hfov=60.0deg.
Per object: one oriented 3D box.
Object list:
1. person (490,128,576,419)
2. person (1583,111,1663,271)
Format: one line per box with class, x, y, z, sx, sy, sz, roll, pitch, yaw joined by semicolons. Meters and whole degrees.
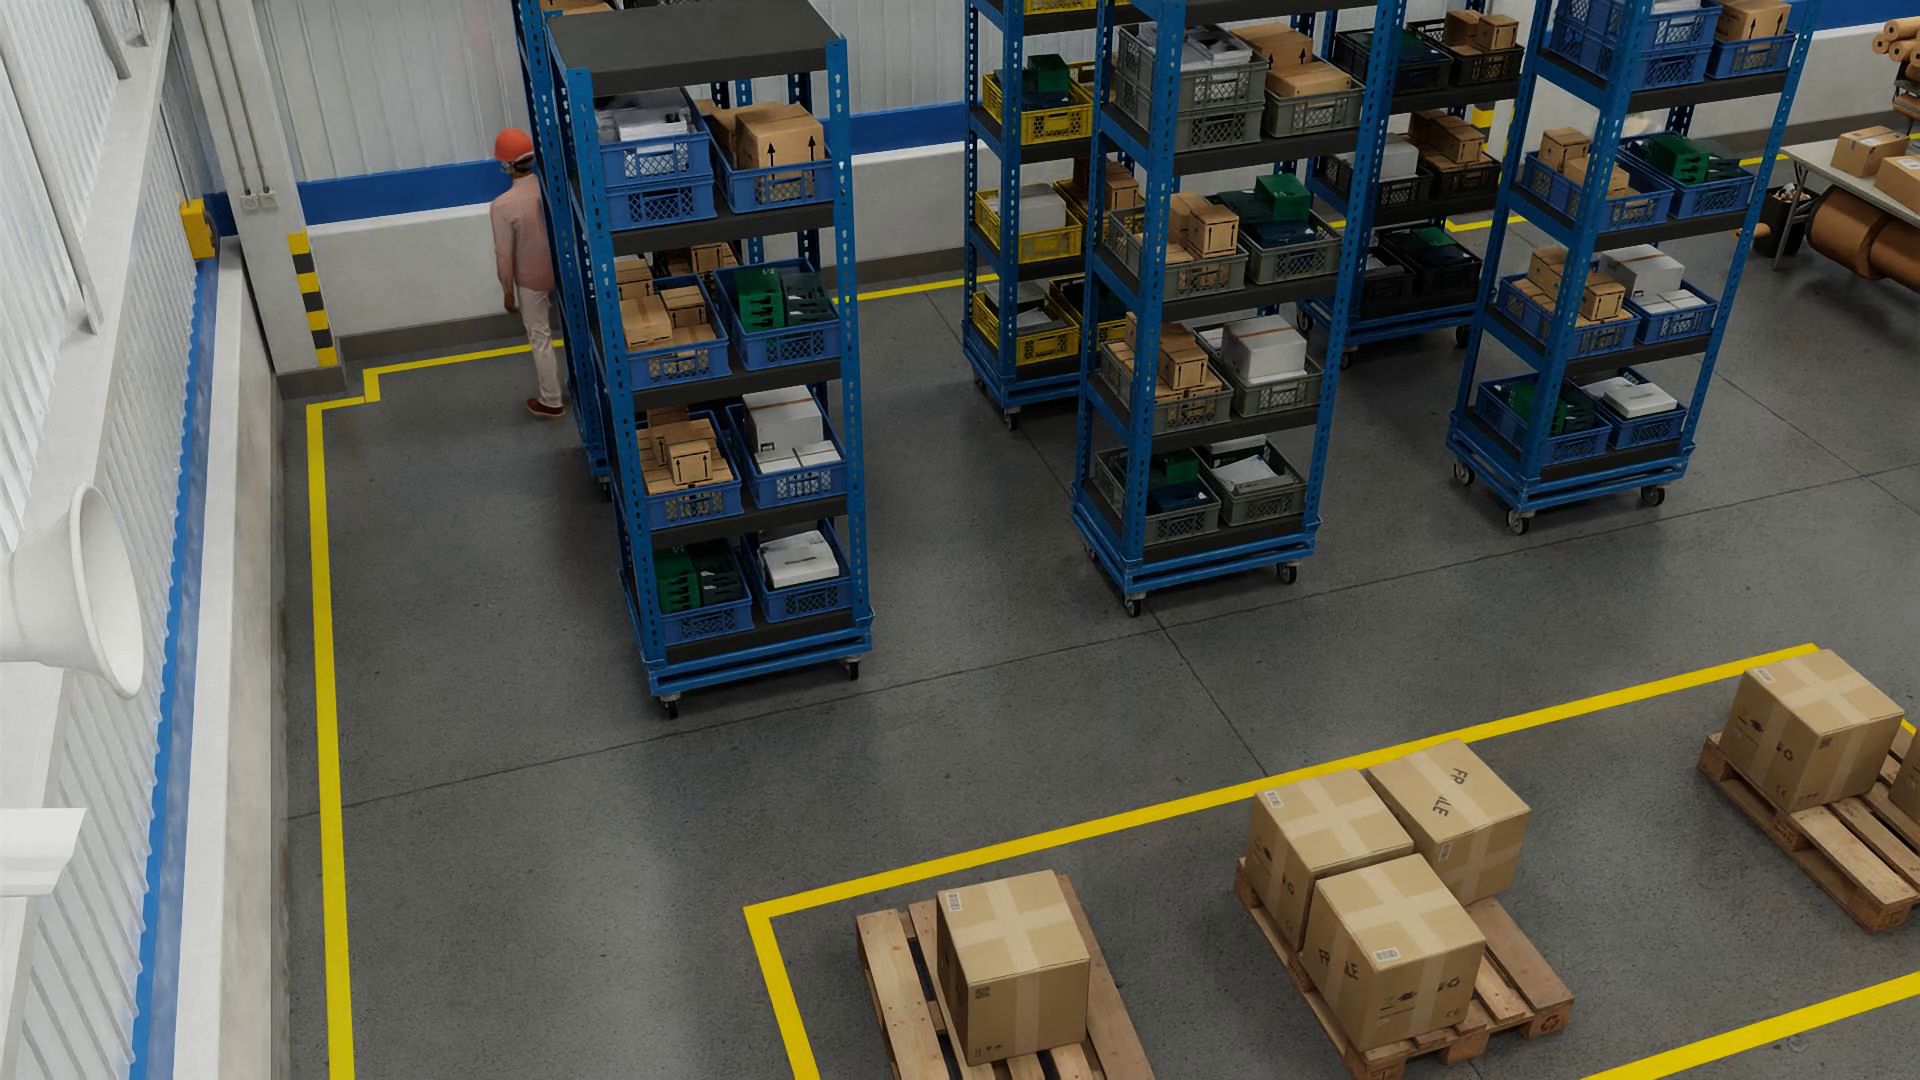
person;-2.815;-1.780;11.090;0.428;1.981;0.635;24;42;30
person;5.017;-2.705;12.700;0.588;1.617;0.395;29;44;34
